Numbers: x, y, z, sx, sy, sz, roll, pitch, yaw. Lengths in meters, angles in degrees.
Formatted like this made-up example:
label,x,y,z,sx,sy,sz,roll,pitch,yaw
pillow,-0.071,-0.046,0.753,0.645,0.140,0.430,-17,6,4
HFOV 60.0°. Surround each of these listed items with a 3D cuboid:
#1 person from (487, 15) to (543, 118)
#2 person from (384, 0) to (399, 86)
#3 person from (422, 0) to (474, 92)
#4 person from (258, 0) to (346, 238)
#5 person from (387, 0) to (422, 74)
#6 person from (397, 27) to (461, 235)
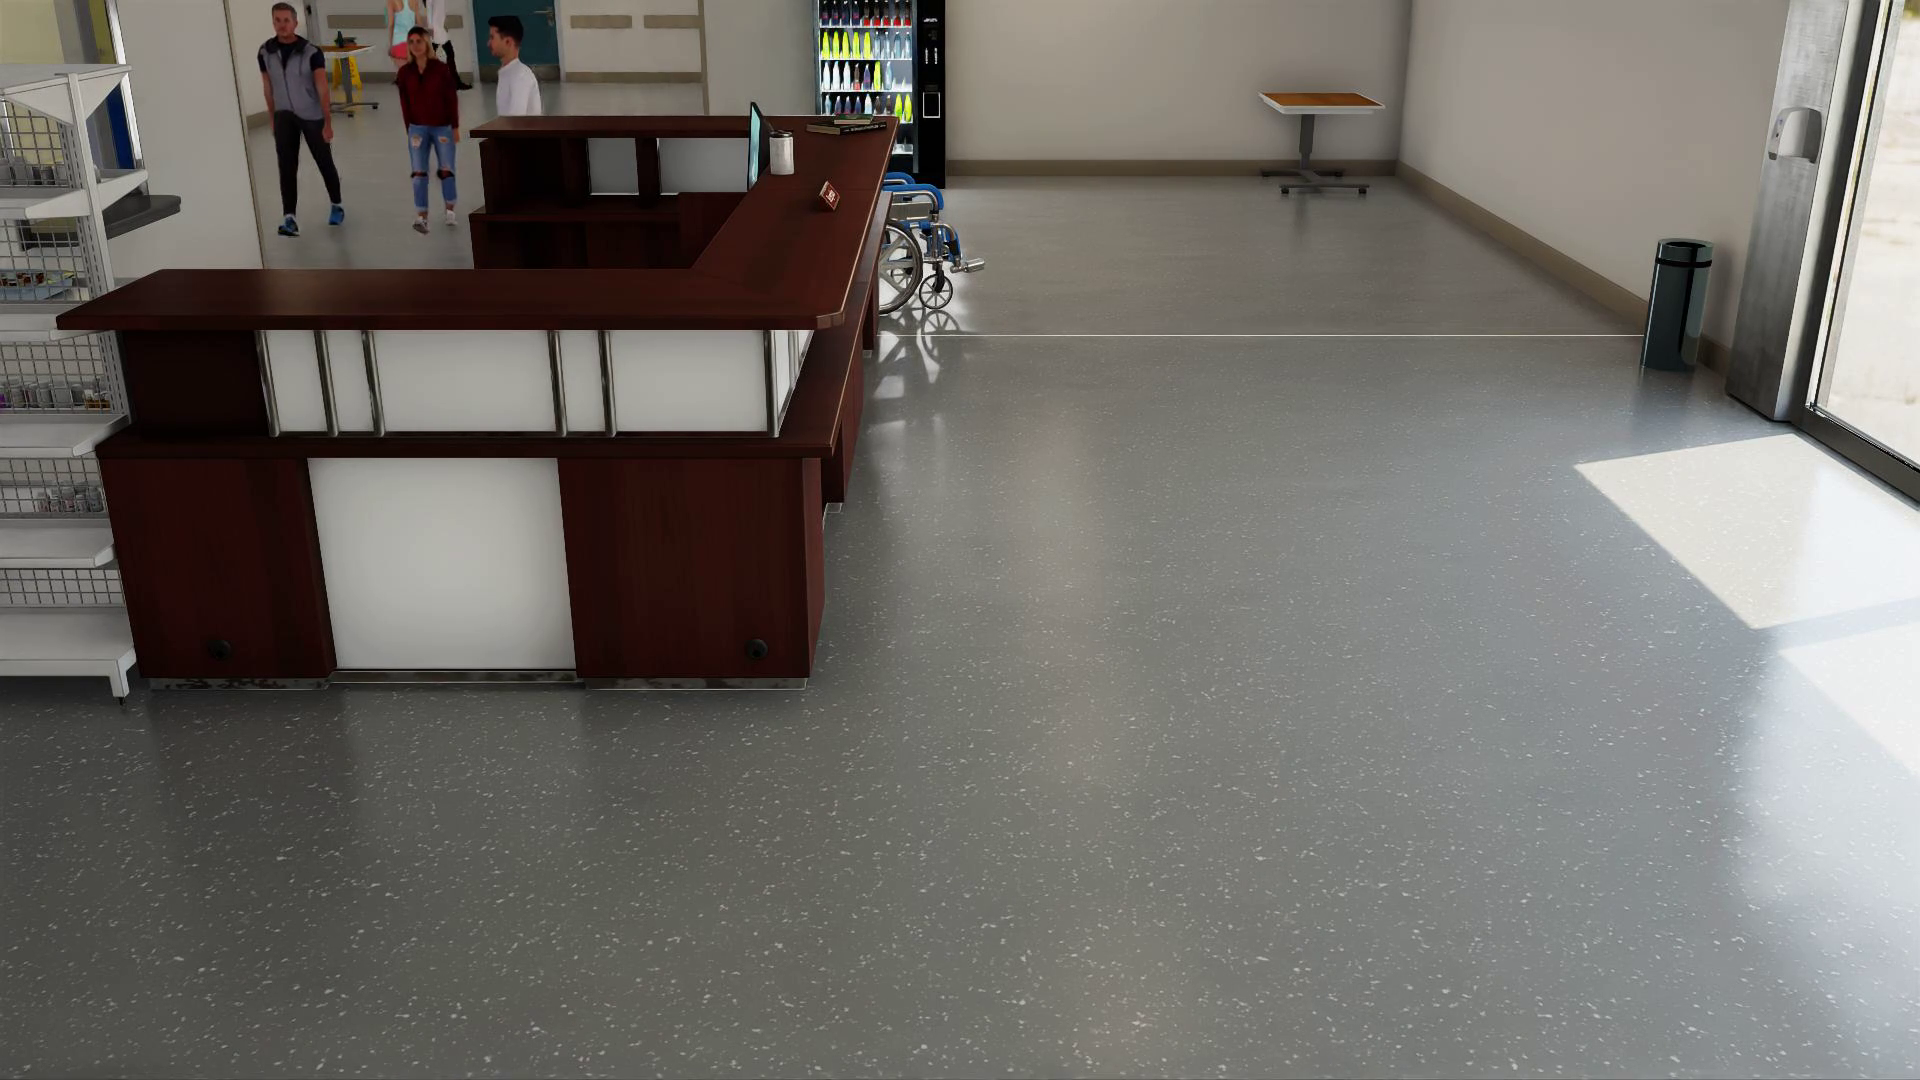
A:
label,x,y,z,sx,sy,sz,roll,pitch,yaw
person,-2.769,-2.491,11.021,1.321,1.820,0.989,-8,22,-21
person,-8.367,-7.607,24.907,0.597,1.552,0.597,-3,21,-8
person,-7.606,-7.330,23.865,1.157,1.771,0.667,-2,21,-4
person,-5.242,-3.342,13.340,1.168,1.769,0.804,-1,21,-4
person,-6.971,-6.242,21.029,1.028,1.747,1.025,-15,25,-34
person,-4.260,-3.300,13.480,0.997,1.592,0.779,-4,21,-9
